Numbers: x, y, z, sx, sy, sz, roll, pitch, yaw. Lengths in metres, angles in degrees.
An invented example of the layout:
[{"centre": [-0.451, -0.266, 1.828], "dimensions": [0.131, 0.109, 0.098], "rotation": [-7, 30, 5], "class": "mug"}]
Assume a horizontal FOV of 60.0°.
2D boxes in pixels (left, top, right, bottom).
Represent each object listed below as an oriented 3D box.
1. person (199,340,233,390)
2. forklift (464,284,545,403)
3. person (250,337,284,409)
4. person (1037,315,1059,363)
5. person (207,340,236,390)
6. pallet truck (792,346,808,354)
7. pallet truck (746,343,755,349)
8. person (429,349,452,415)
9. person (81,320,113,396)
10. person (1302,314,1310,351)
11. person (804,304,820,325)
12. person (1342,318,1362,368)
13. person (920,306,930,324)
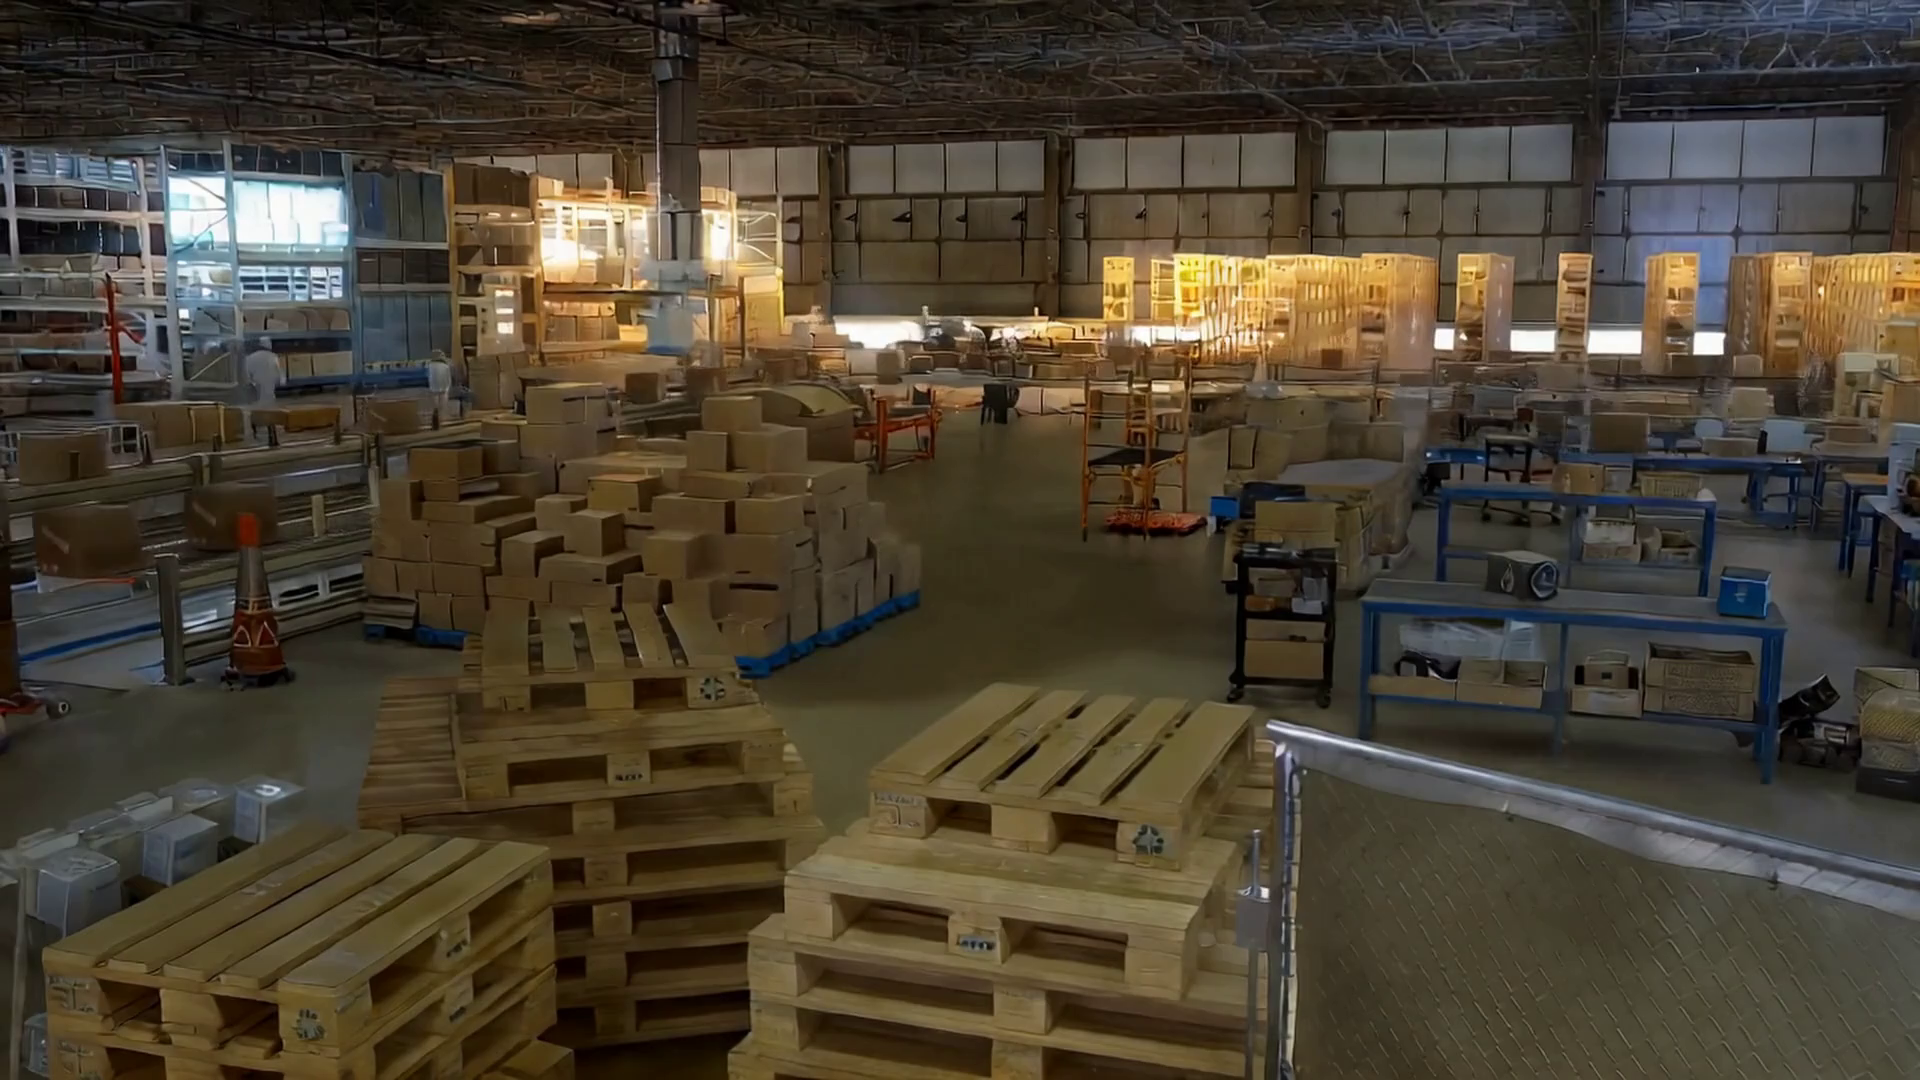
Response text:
[{"centre": [-19.412, -4.777, 43.257], "dimensions": [0.935, 1.875, 0.638], "rotation": [-8, 12, -40], "class": "person"}, {"centre": [-10.832, -4.702, 39.610], "dimensions": [1.129, 2.768, 1.873], "rotation": [3, 10, 20], "class": "forklift"}, {"centre": [-13.848, -3.175, 33.405], "dimensions": [0.617, 1.796, 0.839], "rotation": [2, 9, 12], "class": "person"}, {"centre": [2.484, -5.362, 46.825], "dimensions": [0.607, 1.901, 0.970], "rotation": [-1, 9, -7], "class": "person"}, {"centre": [-19.756, -4.987, 44.203], "dimensions": [0.604, 2.004, 1.052], "rotation": [3, 10, 21], "class": "person"}, {"centre": [-3.705, -4.298, 42.022], "dimensions": [0.653, 1.274, 1.630], "rotation": [3, 10, 20], "class": "pallet truck"}, {"centre": [-6.183, -4.618, 44.264], "dimensions": [1.601, 1.201, 0.680], "rotation": [-9, 12, -43], "class": "pallet truck"}, {"centre": [-9.859, -2.803, 31.592], "dimensions": [0.498, 1.633, 0.283], "rotation": [5, 10, 27], "class": "person"}, {"centre": [-21.771, -4.594, 41.985], "dimensions": [0.647, 1.908, 0.409], "rotation": [0, 9, -1], "class": "person"}, {"centre": [12.362, -7.346, 59.462], "dimensions": [0.373, 1.840, 0.570], "rotation": [2, 9, 10], "class": "person"}, {"centre": [-5.527, -7.861, 62.389], "dimensions": [0.642, 1.941, 1.026], "rotation": [-3, 9, -17], "class": "person"}, {"centre": [11.450, -5.564, 48.439], "dimensions": [0.614, 1.795, 0.770], "rotation": [-4, 10, -25], "class": "person"}, {"centre": [-1.290, -8.486, 66.741], "dimensions": [0.892, 1.810, 0.628], "rotation": [-1, 9, -5], "class": "person"}]
